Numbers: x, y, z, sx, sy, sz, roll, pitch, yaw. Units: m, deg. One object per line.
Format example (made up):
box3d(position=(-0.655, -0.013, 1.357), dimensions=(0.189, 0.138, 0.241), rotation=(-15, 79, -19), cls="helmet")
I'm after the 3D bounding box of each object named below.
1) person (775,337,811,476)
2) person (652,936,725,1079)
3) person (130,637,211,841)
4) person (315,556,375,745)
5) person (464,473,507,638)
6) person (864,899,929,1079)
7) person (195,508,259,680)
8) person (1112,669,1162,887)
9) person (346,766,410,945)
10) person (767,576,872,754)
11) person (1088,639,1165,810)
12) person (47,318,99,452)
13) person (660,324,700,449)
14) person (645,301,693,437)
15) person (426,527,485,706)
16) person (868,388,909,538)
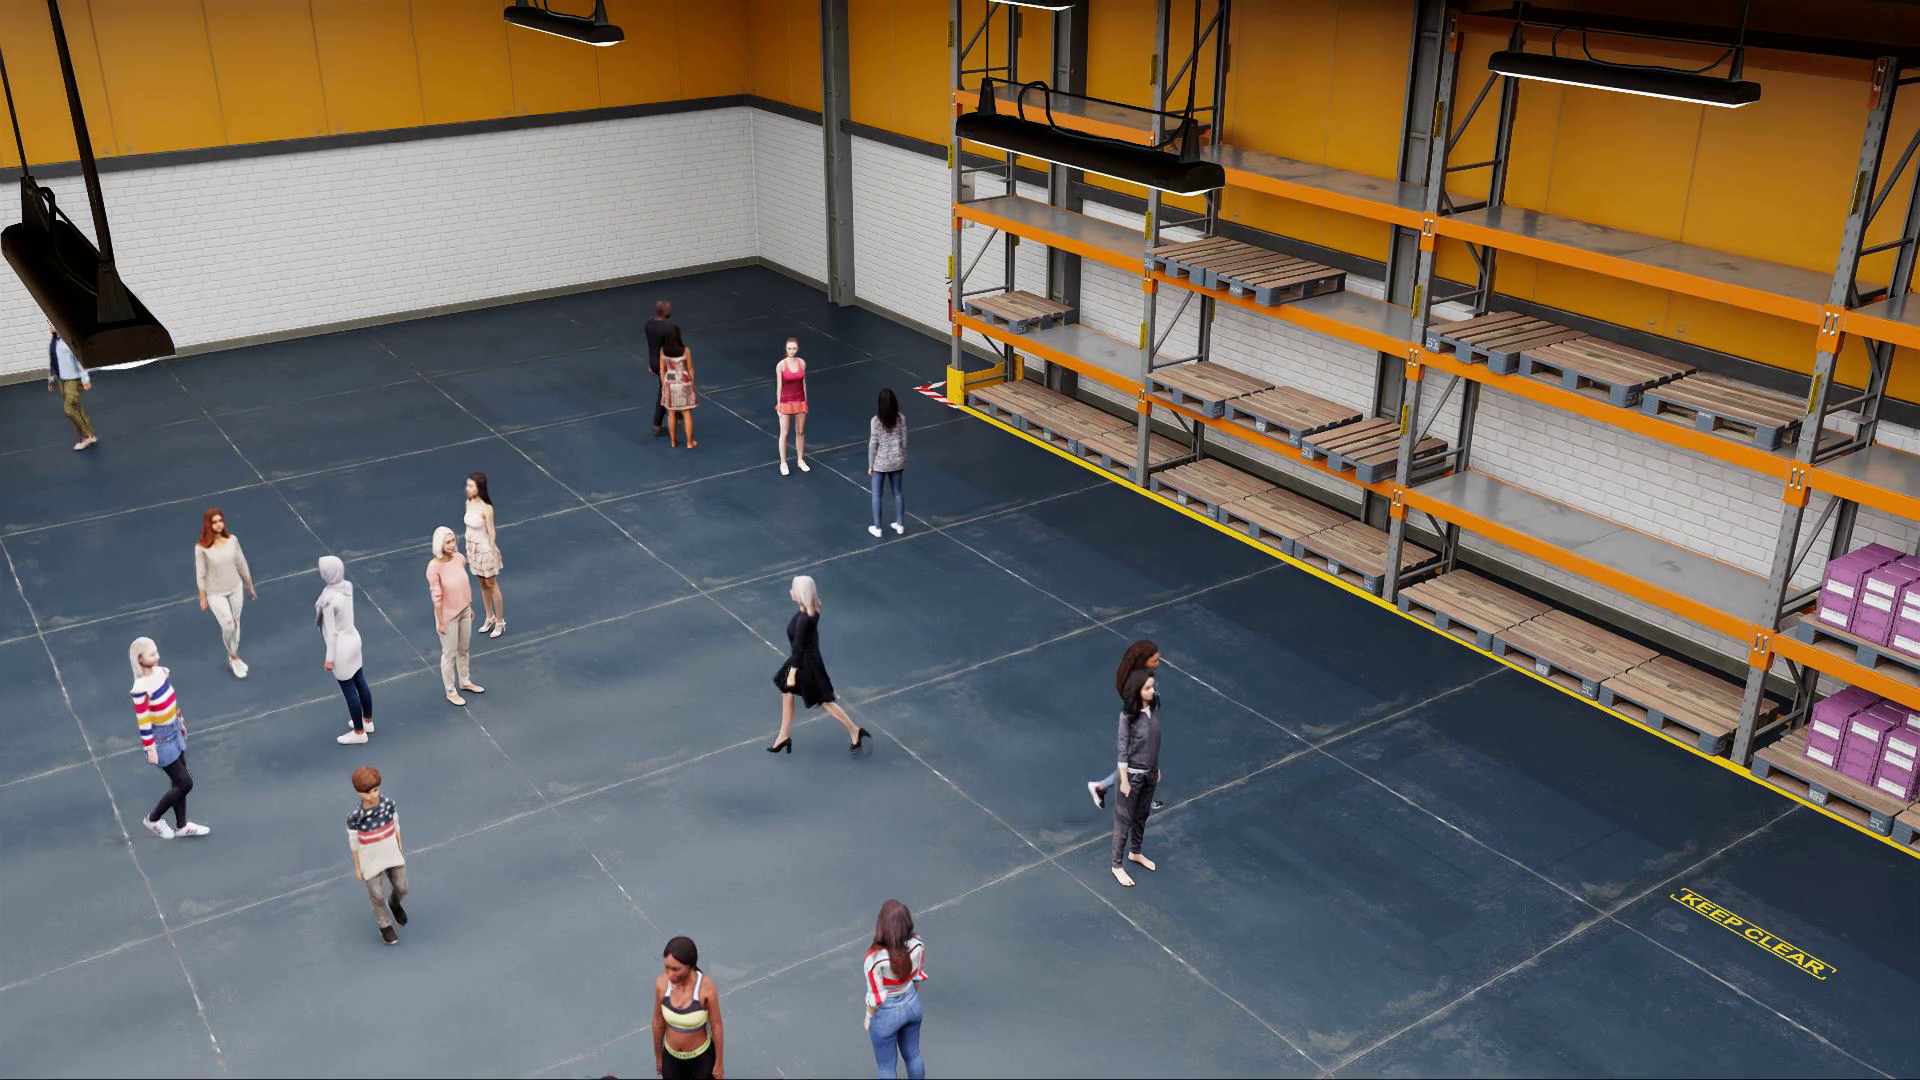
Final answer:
box3d(position=(-2.084, -1.695, 20.727), dimensions=(0.597, 1.747, 0.573), rotation=(-11, 26, -24), cls="person")
box3d(position=(-1.589, 3.061, 9.838), dimensions=(0.633, 1.753, 0.697), rotation=(5, 24, 10), cls="person")
box3d(position=(-6.382, 1.580, 13.166), dimensions=(0.869, 1.801, 0.799), rotation=(-1, 24, -3), cls="person")
box3d(position=(-5.407, 0.956, 14.628), dimensions=(0.745, 1.775, 0.678), rotation=(3, 24, 7), cls="person")
box3d(position=(-4.728, 0.143, 16.534), dimensions=(0.545, 1.737, 0.686), rotation=(18, 30, 36), cls="person")
box3d(position=(-0.396, 2.921, 10.333), dimensions=(0.587, 1.614, 0.496), rotation=(-16, 28, -32), cls="person")
box3d(position=(-7.047, 0.468, 15.842), dimensions=(0.746, 1.695, 0.709), rotation=(19, 30, 36), cls="person")
box3d(position=(1.351, 1.783, 12.751), dimensions=(0.571, 1.763, 0.627), rotation=(21, 31, 40), cls="person")
box3d(position=(-4.247, 2.255, 12.086), dimensions=(0.512, 1.431, 0.565), rotation=(-16, 28, -32), cls="person")
box3d(position=(-1.229, 1.134, 14.309), dimensions=(1.079, 1.703, 1.132), rotation=(0, 24, 1), cls="person")
box3d(position=(1.370, 1.542, 13.502), dimensions=(0.923, 1.602, 0.910), rotation=(-1, 24, -3), cls="person")
box3d(position=(-11.452, -2.079, 21.547), dimensions=(0.747, 1.793, 0.856), rotation=(14, 27, 28), cls="person")
box3d(position=(-3.659, -2.001, 21.554), dimensions=(0.721, 1.644, 0.756), rotation=(2, 24, 5), cls="person")
box3d(position=(-3.959, -2.233, 21.900), dimensions=(0.966, 1.793, 0.840), rotation=(20, 31, 38), cls="person")
box3d(position=(-4.677, 0.668, 15.348), dimensions=(0.687, 1.725, 0.684), rotation=(11, 26, 23), cls="person")
box3d(position=(-0.816, -0.880, 18.887), dimensions=(0.657, 1.727, 0.585), rotation=(-11, 26, -23), cls="person")
